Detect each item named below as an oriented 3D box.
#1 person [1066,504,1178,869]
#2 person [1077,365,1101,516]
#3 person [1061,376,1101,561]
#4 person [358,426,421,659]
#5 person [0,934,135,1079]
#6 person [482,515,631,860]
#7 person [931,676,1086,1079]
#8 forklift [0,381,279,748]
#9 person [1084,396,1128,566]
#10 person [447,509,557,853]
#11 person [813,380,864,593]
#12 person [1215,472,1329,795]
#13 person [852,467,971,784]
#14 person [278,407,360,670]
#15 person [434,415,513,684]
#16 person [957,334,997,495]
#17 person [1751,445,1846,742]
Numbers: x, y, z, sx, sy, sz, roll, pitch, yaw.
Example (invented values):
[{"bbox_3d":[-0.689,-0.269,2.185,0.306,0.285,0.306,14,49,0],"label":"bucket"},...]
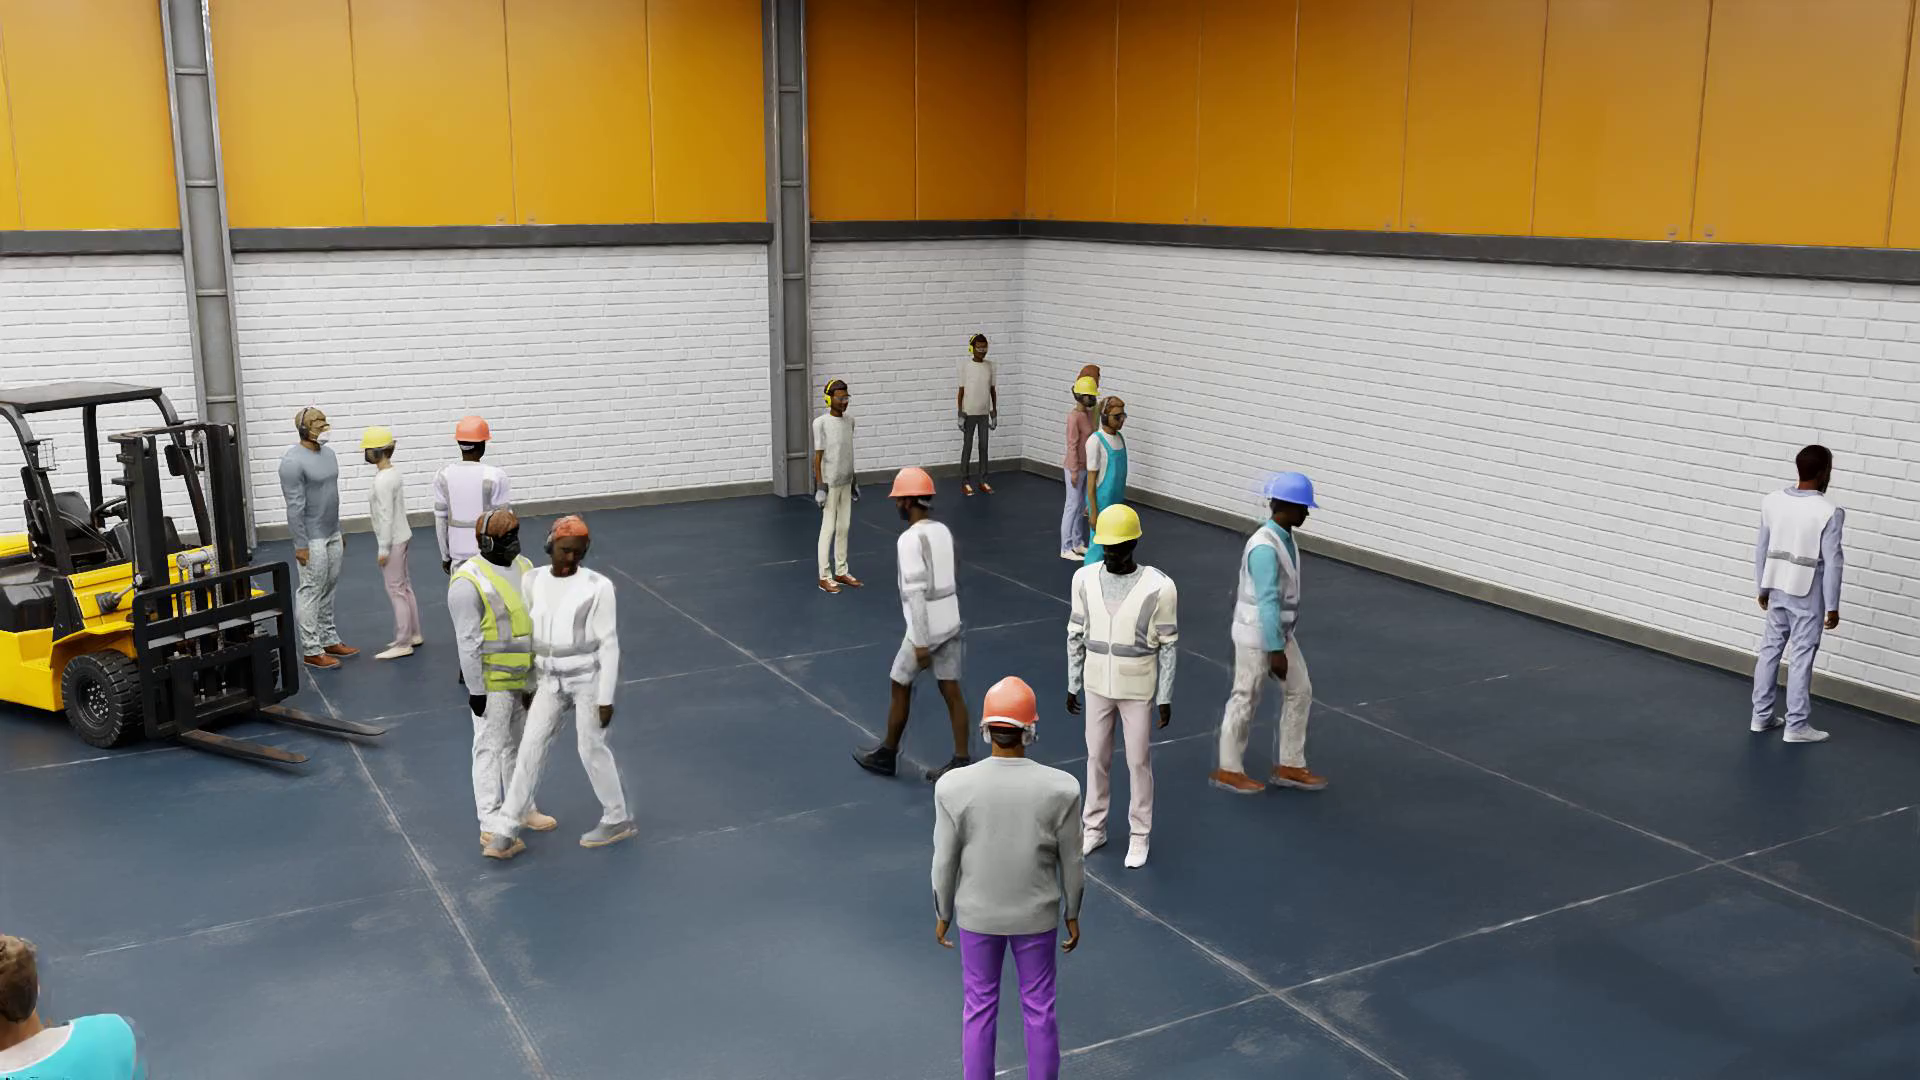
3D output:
[{"bbox_3d":[0.826,0.757,8.678,0.595,1.925,0.371,6,13,26],"label":"person"},{"bbox_3d":[1.399,-1.080,17.983,0.284,1.633,0.500,1,12,4],"label":"person"},{"bbox_3d":[1.165,-0.680,15.822,0.345,1.759,0.521,5,13,22],"label":"person"},{"bbox_3d":[-4.317,0.013,12.553,0.332,1.765,0.532,-2,12,-8],"label":"person"},{"bbox_3d":[-2.256,1.810,4.094,0.939,1.788,0.559,7,14,28],"label":"person"},{"bbox_3d":[-2.118,0.794,8.742,0.623,1.828,0.753,5,13,21],"label":"person"},{"bbox_3d":[0.182,1.366,6.239,0.573,1.747,0.345,0,12,1],"label":"person"},{"bbox_3d":[-5.853,0.085,11.199,2.313,2.155,1.214,7,14,28],"label":"forklift"},{"bbox_3d":[1.208,-0.272,13.697,0.325,1.843,0.517,8,14,33],"label":"person"},{"bbox_3d":[-2.444,0.738,8.975,0.429,1.844,0.623,4,13,19],"label":"person"},{"bbox_3d":[-1.067,-0.480,14.617,0.317,1.870,0.531,9,15,36],"label":"person"},{"bbox_3d":[1.859,0.565,9.606,0.775,1.905,0.645,7,14,28],"label":"person"},{"bbox_3d":[-0.278,0.513,9.906,0.897,1.888,0.575,7,14,30],"label":"person"},{"bbox_3d":[-4.747,-0.022,12.307,0.365,1.939,0.636,1,12,6],"label":"person"},{"bbox_3d":[-3.435,0.073,11.862,0.552,1.936,0.358,1,12,5],"label":"person"},{"bbox_3d":[0.199,-1.443,19.168,0.504,1.861,0.329,-5,13,-21],"label":"person"},{"bbox_3d":[5.362,0.340,10.656,0.383,1.918,0.597,-5,13,-23],"label":"person"}]
